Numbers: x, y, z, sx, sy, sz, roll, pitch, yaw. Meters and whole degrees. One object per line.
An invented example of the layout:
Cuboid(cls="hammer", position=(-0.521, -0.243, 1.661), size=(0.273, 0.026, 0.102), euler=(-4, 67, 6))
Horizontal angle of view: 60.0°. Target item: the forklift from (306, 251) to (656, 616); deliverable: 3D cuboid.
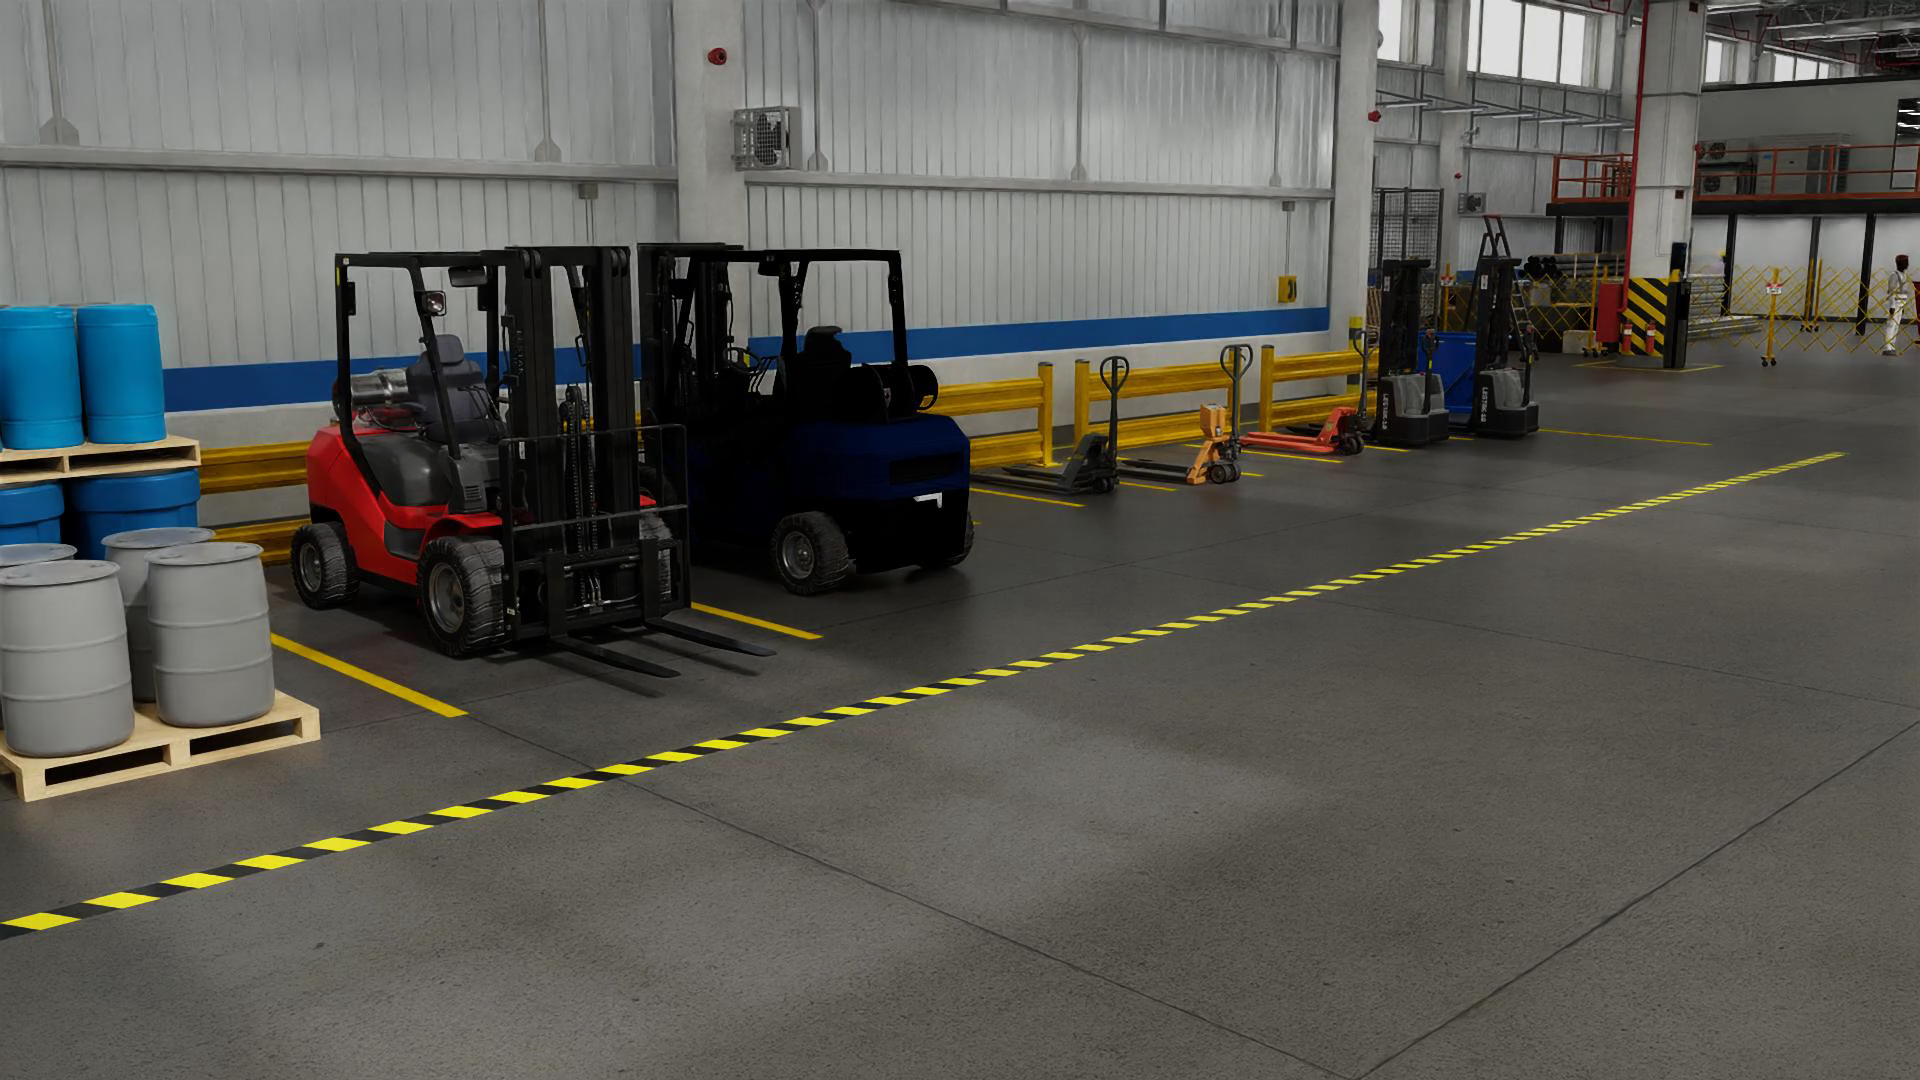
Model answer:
Cuboid(cls="forklift", position=(-2.833, -0.669, 9.694), size=(1.157, 1.987, 2.680), euler=(-10, 14, -44))

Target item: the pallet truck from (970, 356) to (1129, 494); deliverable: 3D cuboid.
Cuboid(cls="pallet truck", position=(0.784, -1.085, 14.876), size=(0.680, 1.201, 1.601), euler=(-10, 14, -44))

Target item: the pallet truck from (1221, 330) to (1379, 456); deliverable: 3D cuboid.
Cuboid(cls="pallet truck", position=(3.563, -1.581, 17.381), size=(0.653, 1.274, 1.630), euler=(-10, 14, -44))

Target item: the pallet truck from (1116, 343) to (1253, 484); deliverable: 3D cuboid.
Cuboid(cls="pallet truck", position=(1.962, -1.215, 15.415), size=(1.522, 1.261, 0.704), euler=(10, 14, 43))

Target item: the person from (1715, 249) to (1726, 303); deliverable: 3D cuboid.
Cuboid(cls="person", position=(19.484, -6.510, 42.650), size=(0.842, 1.898, 0.595), euler=(2, 11, 8))

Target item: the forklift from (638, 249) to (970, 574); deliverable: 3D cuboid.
Cuboid(cls="forklift", position=(-1.173, -0.958, 11.239), size=(2.680, 1.987, 1.157), euler=(10, 14, 43))

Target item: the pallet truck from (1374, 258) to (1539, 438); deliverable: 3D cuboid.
Cuboid(cls="pallet truck", position=(5.704, -2.208, 18.901), size=(1.885, 1.965, 0.823), euler=(10, 14, 43))

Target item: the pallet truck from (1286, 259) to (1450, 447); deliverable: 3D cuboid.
Cuboid(cls="pallet truck", position=(4.493, -2.078, 18.196), size=(0.823, 1.965, 1.885), euler=(-9, 14, -40))

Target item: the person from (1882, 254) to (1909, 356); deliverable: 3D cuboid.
Cuboid(cls="person", position=(17.460, -4.369, 30.996), size=(0.586, 1.882, 0.341), euler=(-10, 14, -44))
